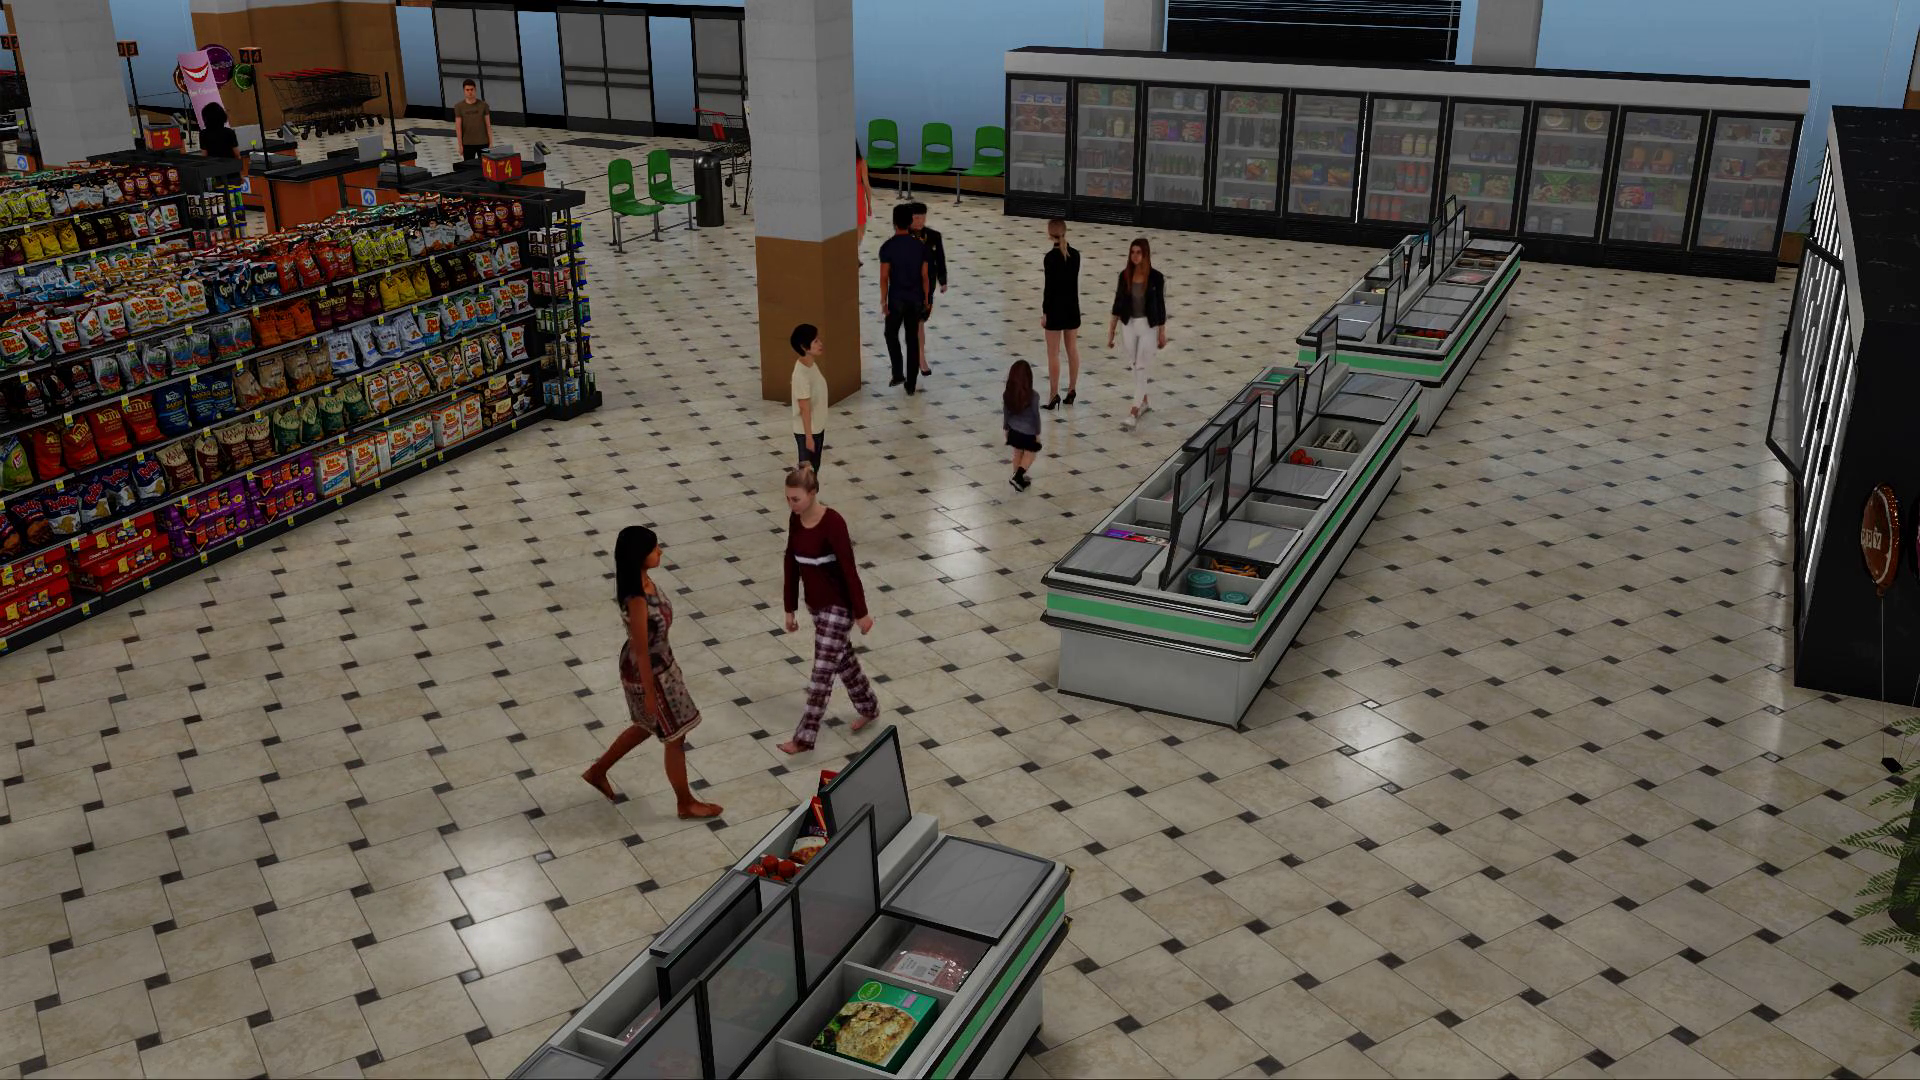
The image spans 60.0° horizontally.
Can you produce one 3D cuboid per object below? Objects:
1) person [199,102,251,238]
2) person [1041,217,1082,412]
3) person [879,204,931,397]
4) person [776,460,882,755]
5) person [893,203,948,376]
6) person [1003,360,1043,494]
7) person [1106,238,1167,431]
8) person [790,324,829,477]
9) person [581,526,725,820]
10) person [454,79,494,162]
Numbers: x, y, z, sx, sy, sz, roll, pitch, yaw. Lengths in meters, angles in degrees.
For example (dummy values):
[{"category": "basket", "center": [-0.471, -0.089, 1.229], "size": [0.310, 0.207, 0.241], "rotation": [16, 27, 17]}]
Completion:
[{"category": "person", "center": [-9.796, -4.889, 22.129], "size": [0.693, 1.836, 0.758], "rotation": [-8, 23, -20]}, {"category": "person", "center": [0.913, -2.063, 15.190], "size": [0.610, 1.767, 0.712], "rotation": [-16, 27, -34]}, {"category": "person", "center": [-0.492, -2.213, 15.550], "size": [0.778, 1.777, 0.821], "rotation": [-5, 22, -13]}, {"category": "person", "center": [-0.666, 0.345, 9.328], "size": [0.917, 1.669, 1.131], "rotation": [19, 29, 40]}, {"category": "person", "center": [-0.418, -2.486, 16.417], "size": [1.106, 1.636, 1.157], "rotation": [-8, 23, -20]}, {"category": "person", "center": [0.471, -0.878, 13.135], "size": [0.507, 1.099, 0.606], "rotation": [13, 25, 29]}, {"category": "person", "center": [1.626, -1.850, 14.791], "size": [0.652, 1.669, 1.051], "rotation": [11, 24, 26]}, {"category": "person", "center": [-1.114, -0.821, 12.339], "size": [0.712, 1.587, 0.552], "rotation": [1, 22, 2]}, {"category": "person", "center": [-1.650, 0.706, 8.484], "size": [1.025, 1.628, 1.022], "rotation": [-4, 22, -9]}, {"category": "person", "center": [-7.109, -5.815, 24.413], "size": [0.732, 1.851, 0.808], "rotation": [-9, 24, -22]}]
